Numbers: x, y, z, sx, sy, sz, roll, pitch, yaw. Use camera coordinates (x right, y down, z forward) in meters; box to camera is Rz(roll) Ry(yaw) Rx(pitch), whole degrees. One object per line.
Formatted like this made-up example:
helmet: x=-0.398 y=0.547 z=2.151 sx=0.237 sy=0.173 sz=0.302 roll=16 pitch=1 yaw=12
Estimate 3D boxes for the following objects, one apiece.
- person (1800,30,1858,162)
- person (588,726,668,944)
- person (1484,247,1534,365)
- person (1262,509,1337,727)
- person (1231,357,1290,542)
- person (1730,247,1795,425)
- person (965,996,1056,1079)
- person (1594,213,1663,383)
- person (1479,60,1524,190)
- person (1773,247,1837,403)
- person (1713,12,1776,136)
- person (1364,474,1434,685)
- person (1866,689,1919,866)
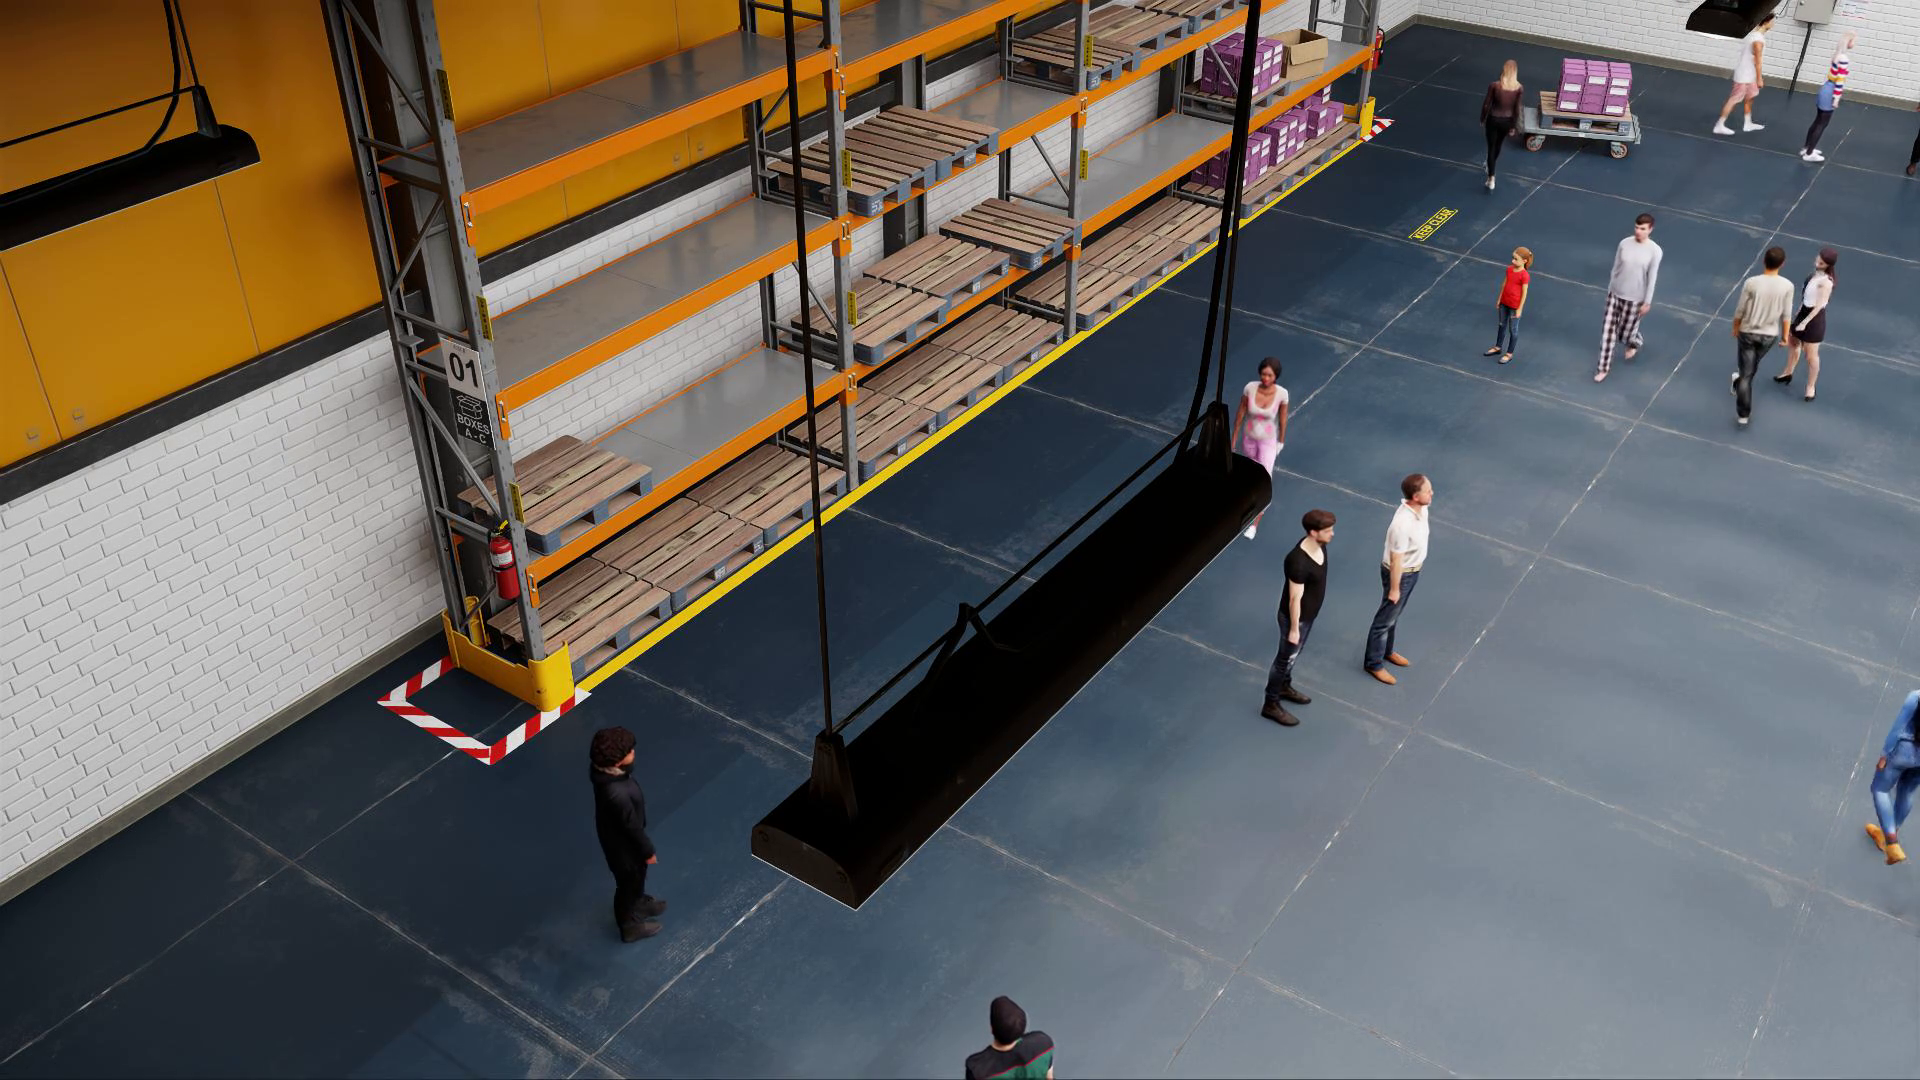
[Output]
person: x=12.016 y=-6.161 z=23.001 sx=0.767 sy=1.807 sz=0.588 roll=7 pitch=34 yaw=10
person: x=-2.269 y=1.954 z=10.832 sx=0.790 sy=1.762 sz=0.757 roll=-13 pitch=36 yaw=-19
person: x=5.992 y=-2.568 z=18.044 sx=0.599 sy=1.310 sz=0.567 roll=-17 pitch=37 yaw=-24
person: x=2.598 y=0.561 z=12.811 sx=0.733 sy=1.892 sz=0.522 roll=17 pitch=37 yaw=24
person: x=2.755 y=-0.928 z=15.222 sx=0.725 sy=1.702 sz=1.147 roll=15 pitch=36 yaw=21
person: x=8.070 y=-2.017 z=16.816 sx=0.996 sy=1.752 sz=1.275 roll=8 pitch=34 yaw=11
person: x=0.240 y=3.144 z=8.917 sx=0.666 sy=1.900 sz=0.823 roll=-18 pitch=38 yaw=-25
person: x=7.103 y=-2.597 z=17.620 sx=0.694 sy=1.827 sz=0.995 roll=26 pitch=42 yaw=34
person: x=7.164 y=-5.489 z=22.125 sx=1.000 sy=1.657 sz=1.212 roll=3 pitch=34 yaw=4
person: x=8.857 y=-2.318 z=17.374 sx=0.902 sy=1.636 sz=0.771 roll=10 pitch=35 yaw=14
person: x=11.150 y=-6.655 z=23.791 sx=0.885 sy=1.756 sz=0.956 roll=11 pitch=35 yaw=16
person: x=3.503 y=0.261 z=13.295 sx=0.715 sy=1.856 sz=0.486 roll=21 pitch=39 yaw=28
person: x=6.610 y=1.572 z=11.465 sx=0.858 sy=1.698 sz=0.970 roll=1 pitch=34 yaw=2
